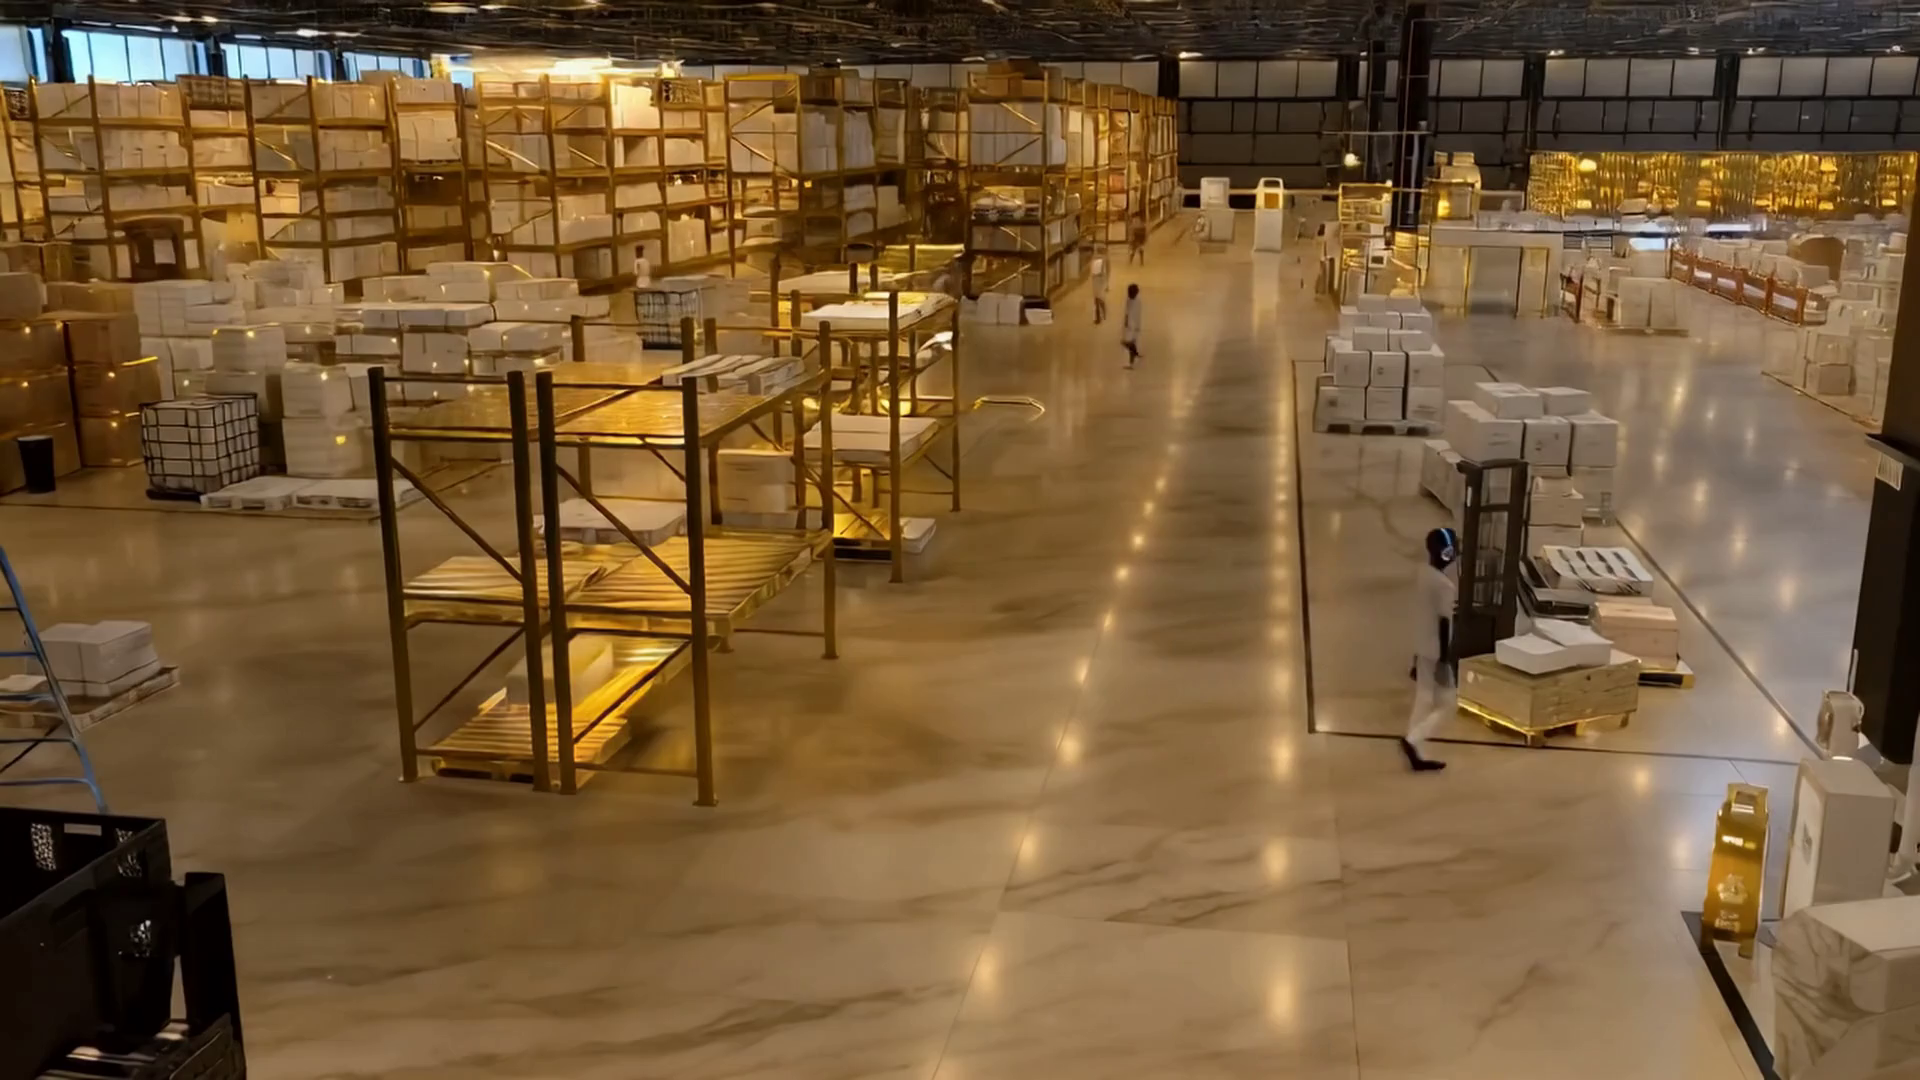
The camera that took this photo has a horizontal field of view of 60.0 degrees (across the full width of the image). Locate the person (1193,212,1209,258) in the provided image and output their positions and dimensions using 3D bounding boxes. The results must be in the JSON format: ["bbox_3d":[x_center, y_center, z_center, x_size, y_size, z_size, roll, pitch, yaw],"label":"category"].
[{"bbox_3d":[8.938,-11.316,61.634,0.554,1.662,0.781,8,16,30],"label":"person"}]

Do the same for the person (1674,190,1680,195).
[{"bbox_3d":[38.093,-17.970,88.368,0.423,1.818,0.597,0,14,1],"label":"person"}]

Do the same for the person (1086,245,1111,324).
[{"bbox_3d":[3.348,-6.177,40.255,0.554,1.921,0.399,11,18,39],"label":"person"}]

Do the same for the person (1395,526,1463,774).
[{"bbox_3d":[3.426,0.814,12.004,0.405,1.856,0.556,-3,14,-13],"label":"person"}]

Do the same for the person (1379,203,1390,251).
[{"bbox_3d":[16.502,-12.200,64.685,0.513,1.927,0.634,-10,17,-35],"label":"person"}]

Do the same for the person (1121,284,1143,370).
[{"bbox_3d":[3.386,-4.163,32.551,0.379,1.684,0.556,8,16,28],"label":"person"}]

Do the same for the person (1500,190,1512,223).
[{"bbox_3d":[26.277,-15.922,80.062,0.929,1.810,0.581,-1,14,-5],"label":"person"}]

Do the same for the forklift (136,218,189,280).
[{"bbox_3d":[-16.575,-5.322,34.809,1.129,2.768,1.873,3,14,10],"label":"forklift"}]

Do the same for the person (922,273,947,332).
[{"bbox_3d":[-0.601,-4.936,35.323,0.987,1.862,0.614,-13,19,-42],"label":"person"}]

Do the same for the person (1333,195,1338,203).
[{"bbox_3d":[16.667,-14.504,74.301,0.818,1.809,0.596,5,15,18],"label":"person"}]

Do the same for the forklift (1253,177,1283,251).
[{"bbox_3d":[12.083,-12.747,64.956,1.129,2.768,1.873,3,14,10],"label":"forklift"}]

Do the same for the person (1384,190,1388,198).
[{"bbox_3d":[20.922,-16.285,81.646,0.328,1.750,0.560,7,16,27],"label":"person"}]

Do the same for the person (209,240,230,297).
[{"bbox_3d":[-18.905,-6.710,42.516,0.444,1.884,0.650,1,14,3],"label":"person"}]

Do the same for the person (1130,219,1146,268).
[{"bbox_3d":[6.126,-10.224,57.194,0.526,1.672,0.769,-4,15,-17],"label":"person"}]

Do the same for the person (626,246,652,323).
[{"bbox_3d":[-7.604,-6.088,39.912,1.009,1.926,0.600,10,17,34],"label":"person"}]

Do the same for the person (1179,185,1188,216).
[{"bbox_3d":[12.196,-18.544,90.866,0.504,1.713,0.512,9,17,33],"label":"person"}]

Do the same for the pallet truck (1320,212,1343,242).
[{"bbox_3d":[15.874,-13.227,70.310,0.680,1.201,1.601,10,17,35],"label":"pallet truck"}]

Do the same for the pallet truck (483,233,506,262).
[{"bbox_3d":[-11.832,-7.026,43.548,1.885,1.965,0.823,8,16,28],"label":"pallet truck"}]

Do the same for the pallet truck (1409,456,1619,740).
[{"bbox_3d":[4.504,0.400,13.395,0.823,1.965,1.885,-6,15,-23],"label":"pallet truck"}]

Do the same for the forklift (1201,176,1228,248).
[{"bbox_3d":[10.231,-13.182,66.723,1.129,2.768,1.873,3,14,10],"label":"forklift"}]

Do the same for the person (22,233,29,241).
[{"bbox_3d":[-27.963,-8.391,49.868,0.517,1.616,0.662,-7,16,-27],"label":"person"}]

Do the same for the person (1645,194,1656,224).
[{"bbox_3d":[30.445,-14.312,73.344,0.471,1.890,0.678,2,14,7],"label":"person"}]

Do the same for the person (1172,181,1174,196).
[{"bbox_3d":[11.748,-18.981,92.309,0.426,1.889,0.736,3,14,11],"label":"person"}]

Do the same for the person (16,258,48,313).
[{"bbox_3d":[-19.761,-4.978,35.288,0.687,1.964,0.607,8,16,29],"label":"person"}]

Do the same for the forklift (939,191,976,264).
[{"bbox_3d":[-0.151,-9.120,50.232,1.129,2.768,1.873,3,14,10],"label":"forklift"}]
